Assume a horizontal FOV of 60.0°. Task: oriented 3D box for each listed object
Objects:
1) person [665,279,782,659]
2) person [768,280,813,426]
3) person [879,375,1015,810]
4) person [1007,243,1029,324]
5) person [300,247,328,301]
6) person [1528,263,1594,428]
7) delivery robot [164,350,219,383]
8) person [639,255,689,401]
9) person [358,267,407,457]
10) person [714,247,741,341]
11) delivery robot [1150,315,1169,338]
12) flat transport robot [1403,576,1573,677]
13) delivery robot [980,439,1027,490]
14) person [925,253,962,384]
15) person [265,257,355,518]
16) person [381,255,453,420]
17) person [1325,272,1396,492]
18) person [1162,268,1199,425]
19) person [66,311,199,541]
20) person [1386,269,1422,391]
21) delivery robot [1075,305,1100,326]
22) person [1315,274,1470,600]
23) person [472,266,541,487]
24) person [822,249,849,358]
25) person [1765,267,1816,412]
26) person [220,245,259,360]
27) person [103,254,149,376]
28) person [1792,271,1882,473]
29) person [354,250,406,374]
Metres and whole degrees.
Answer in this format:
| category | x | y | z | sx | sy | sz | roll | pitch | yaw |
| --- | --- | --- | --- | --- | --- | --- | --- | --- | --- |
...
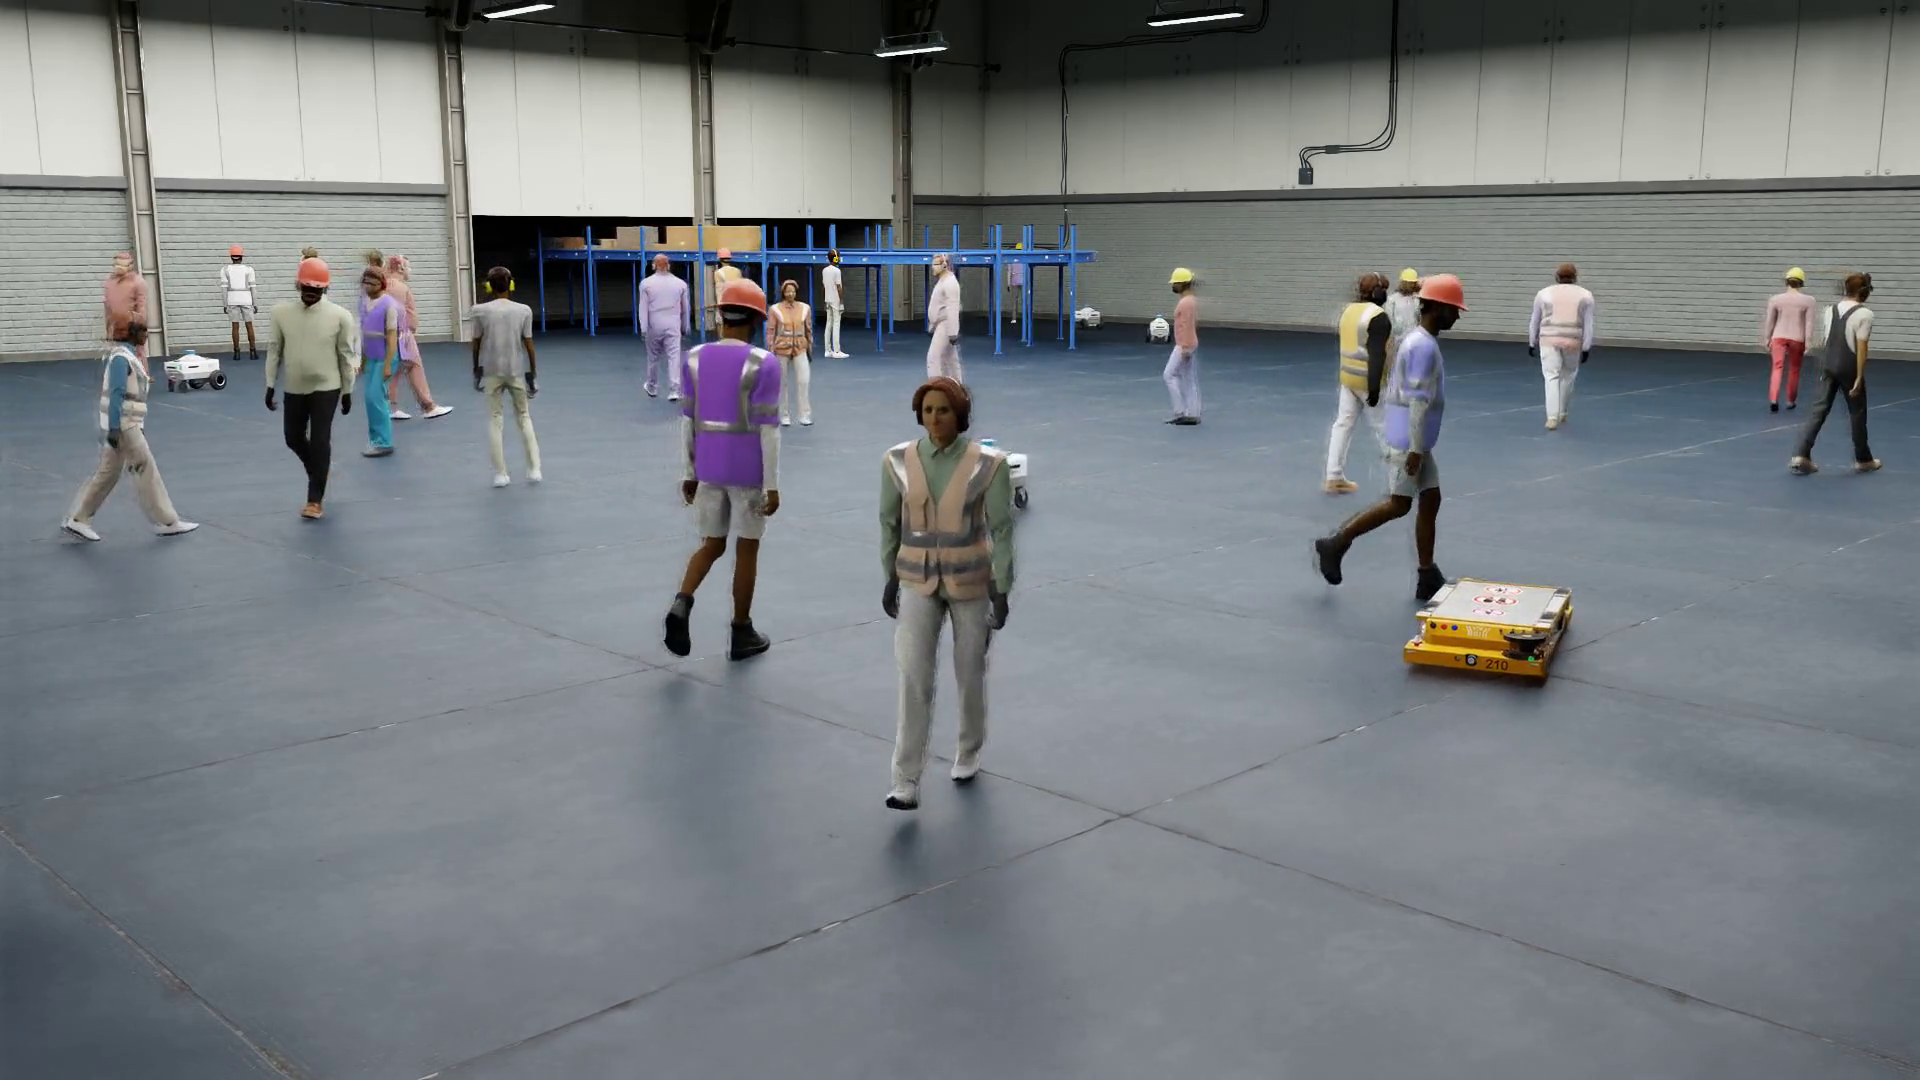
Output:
| category | x | y | z | sx | sy | sz | roll | pitch | yaw |
| --- | --- | --- | --- | --- | --- | --- | --- | --- | --- |
| person | -1.162 | -0.329 | 8.219 | 0.562 | 1.901 | 0.687 | 5 | 12 | 26 |
| person | -1.849 | -2.048 | 18.365 | 0.541 | 1.608 | 0.754 | -4 | 11 | -20 |
| person | -0.060 | 0.190 | 6.186 | 0.541 | 1.587 | 0.850 | 2 | 11 | 12 |
| person | 1.427 | -6.172 | 39.989 | 0.594 | 1.926 | 0.367 | 0 | 10 | -2 |
| person | -9.648 | -3.409 | 24.893 | 0.375 | 1.939 | 0.628 | 0 | 10 | -3 |
| person | 6.661 | -2.165 | 18.490 | 0.642 | 1.789 | 0.958 | 3 | 11 | 14 |
| delivery robot | -10.534 | -2.360 | 22.810 | 0.477 | 0.478 | 0.707 | 4 | 11 | 23 |
| person | -3.831 | -2.737 | 21.449 | 0.677 | 1.851 | 0.993 | -4 | 11 | -23 |
| person | -5.582 | -1.715 | 16.032 | 0.590 | 1.807 | 0.448 | 9 | 14 | 41 |
| person | -3.956 | -4.076 | 28.644 | 0.547 | 1.908 | 0.885 | -8 | 13 | -37 |
| delivery robot | 3.931 | -4.192 | 32.803 | 0.477 | 0.478 | 0.707 | 0 | 10 | 3 |
| flat transport robot | 2.781 | 0.423 | 8.665 | 0.652 | 0.197 | 1.431 | 5 | 11 | 25 |
| delivery robot | 0.207 | -0.537 | 12.868 | 0.477 | 0.478 | 0.707 | 8 | 13 | 36 |
| person | -0.296 | -2.613 | 20.700 | 0.784 | 1.877 | 0.664 | -1 | 10 | -6 |
| person | -4.926 | -1.174 | 12.690 | 0.670 | 1.949 | 0.741 | -1 | 10 | -5 |
| person | -6.300 | -2.322 | 19.106 | 0.784 | 1.879 | 0.677 | -7 | 12 | -32 |
| person | 3.438 | -1.291 | 13.723 | 0.935 | 1.793 | 0.661 | -3 | 11 | -18 |
| person | 2.450 | -2.162 | 18.631 | 0.520 | 1.752 | 0.528 | 2 | 11 | 13 |
| person | -5.848 | -0.795 | 11.586 | 0.836 | 1.588 | 0.521 | -5 | 11 | -24 |
| person | 5.450 | -2.457 | 20.373 | 0.492 | 1.695 | 0.909 | 1 | 10 | 8 |
| delivery robot | 2.883 | -5.066 | 37.568 | 0.477 | 0.478 | 0.707 | -4 | 11 | -21 |
| person | 2.566 | -0.608 | 9.746 | 0.832 | 1.896 | 0.581 | 3 | 11 | 18 |
| person | -3.857 | -1.385 | 14.104 | 0.509 | 1.853 | 0.455 | -4 | 11 | -21 |
| person | -2.183 | -4.112 | 28.917 | 0.328 | 1.872 | 0.515 | -9 | 14 | -41 |
| person | 10.026 | -2.431 | 20.138 | 0.532 | 1.728 | 0.883 | 7 | 12 | 32 |
| person | -12.324 | -4.063 | 28.465 | 0.550 | 1.935 | 0.376 | -4 | 11 | -21 |
| person | -11.185 | -2.886 | 22.262 | 0.674 | 1.857 | 0.880 | 1 | 10 | 4 |
| person | 7.867 | -1.486 | 14.828 | 0.962 | 1.799 | 0.536 | -5 | 11 | -25 |
| person | -8.889 | -3.481 | 25.435 | 0.652 | 1.884 | 1.016 | 8 | 13 | 39 |
